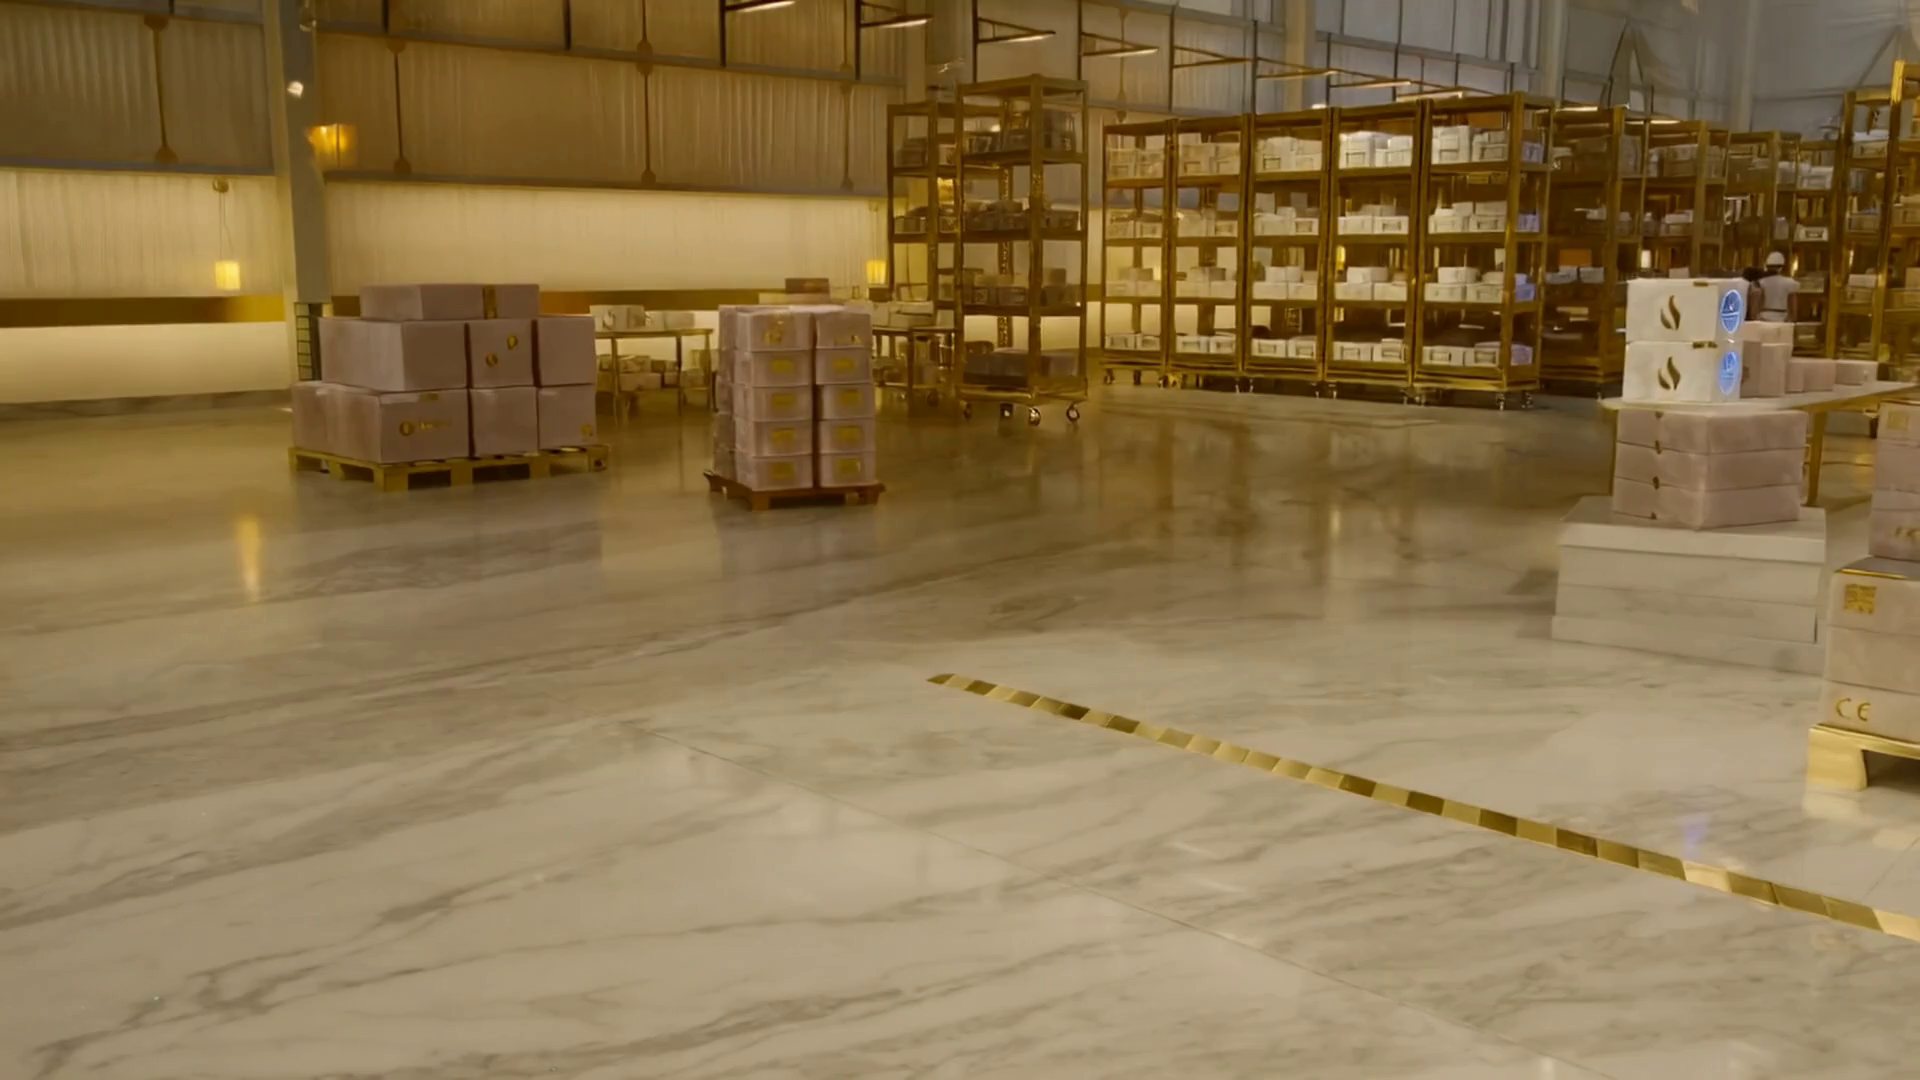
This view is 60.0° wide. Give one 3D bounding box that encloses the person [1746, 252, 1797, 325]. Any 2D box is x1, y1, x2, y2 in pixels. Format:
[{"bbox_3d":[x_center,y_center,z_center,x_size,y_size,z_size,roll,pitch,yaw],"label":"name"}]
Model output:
[{"bbox_3d":[9.927,-2.606,20.426,0.600,1.830,0.403,1,10,9],"label":"person"}]
